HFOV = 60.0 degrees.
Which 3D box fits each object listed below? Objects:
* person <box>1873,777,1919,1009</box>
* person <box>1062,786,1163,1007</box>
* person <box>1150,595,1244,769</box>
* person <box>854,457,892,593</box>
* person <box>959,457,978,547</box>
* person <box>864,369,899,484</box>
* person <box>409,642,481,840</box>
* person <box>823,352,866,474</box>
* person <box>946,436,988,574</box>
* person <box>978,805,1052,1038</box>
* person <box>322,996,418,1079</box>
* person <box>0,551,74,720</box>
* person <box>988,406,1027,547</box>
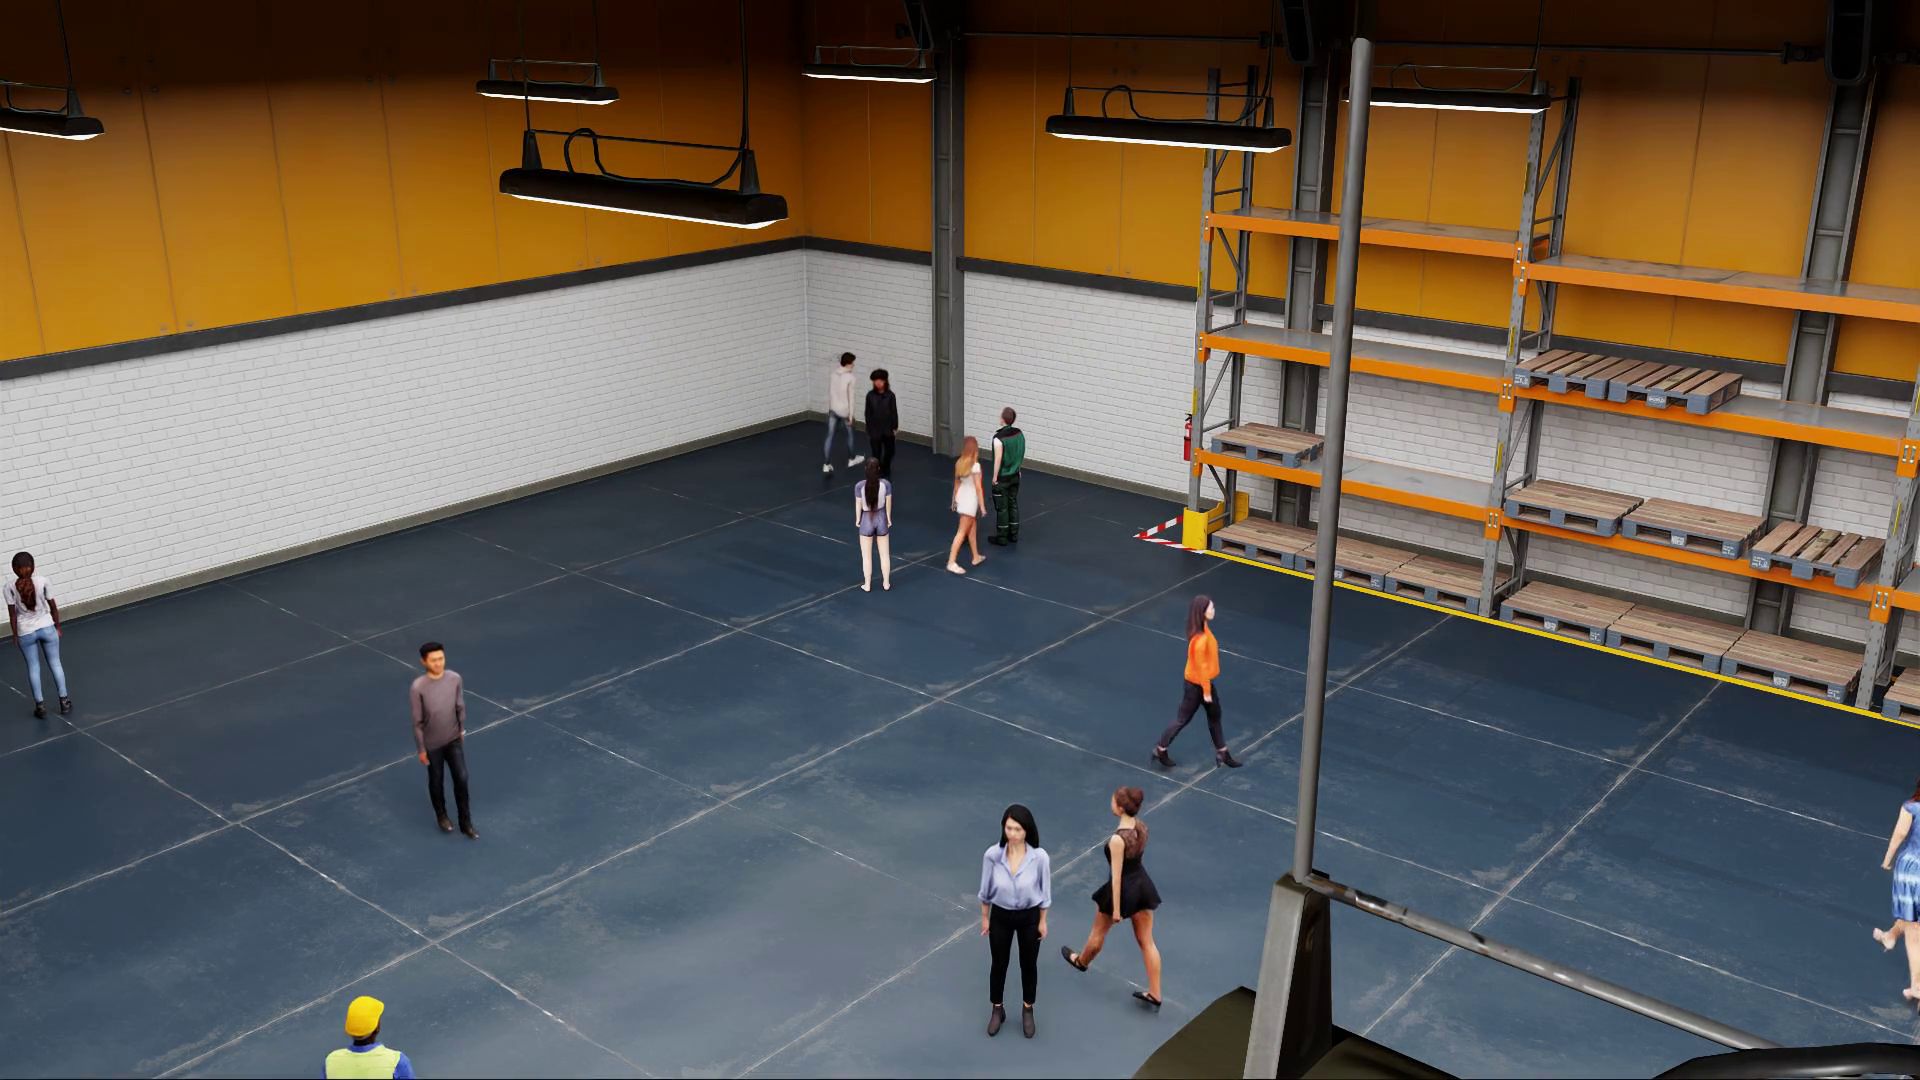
[{"bbox_3d":[6.860,2.479,11.813,1.148,1.748,1.113,1,19,3],"label":"person"},{"bbox_3d":[1.250,2.550,11.785,1.101,1.631,0.621,17,25,41],"label":"person"},{"bbox_3d":[2.095,1.343,15.254,1.179,1.705,0.977,3,19,9],"label":"person"},{"bbox_3d":[-1.026,-0.190,19.892,0.666,1.650,0.702,-4,19,-11],"label":"person"},{"bbox_3d":[0.096,-0.529,21.516,0.732,1.255,0.756,0,19,1],"label":"person"},{"bbox_3d":[-1.136,-1.614,23.934,0.834,1.768,0.894,-2,19,-6],"label":"person"},{"bbox_3d":[-4.467,1.680,14.187,0.775,1.747,0.915,-14,23,-36],"label":"person"},{"bbox_3d":[-1.824,-1.850,24.589,1.208,1.797,0.933,9,21,25],"label":"person"},{"bbox_3d":[0.040,-0.426,20.579,0.859,1.658,0.910,-10,21,-27],"label":"person"},{"bbox_3d":[0.387,2.613,11.422,0.687,1.743,0.797,2,19,6],"label":"person"},{"bbox_3d":[-3.220,3.376,9.118,1.207,1.769,1.226,0,19,-1],"label":"person"},{"bbox_3d":[-9.143,0.925,16.473,0.644,1.719,0.618,-12,22,-31],"label":"person"},{"bbox_3d":[0.595,-0.844,21.530,0.653,1.844,0.613,-18,25,-42],"label":"person"}]
